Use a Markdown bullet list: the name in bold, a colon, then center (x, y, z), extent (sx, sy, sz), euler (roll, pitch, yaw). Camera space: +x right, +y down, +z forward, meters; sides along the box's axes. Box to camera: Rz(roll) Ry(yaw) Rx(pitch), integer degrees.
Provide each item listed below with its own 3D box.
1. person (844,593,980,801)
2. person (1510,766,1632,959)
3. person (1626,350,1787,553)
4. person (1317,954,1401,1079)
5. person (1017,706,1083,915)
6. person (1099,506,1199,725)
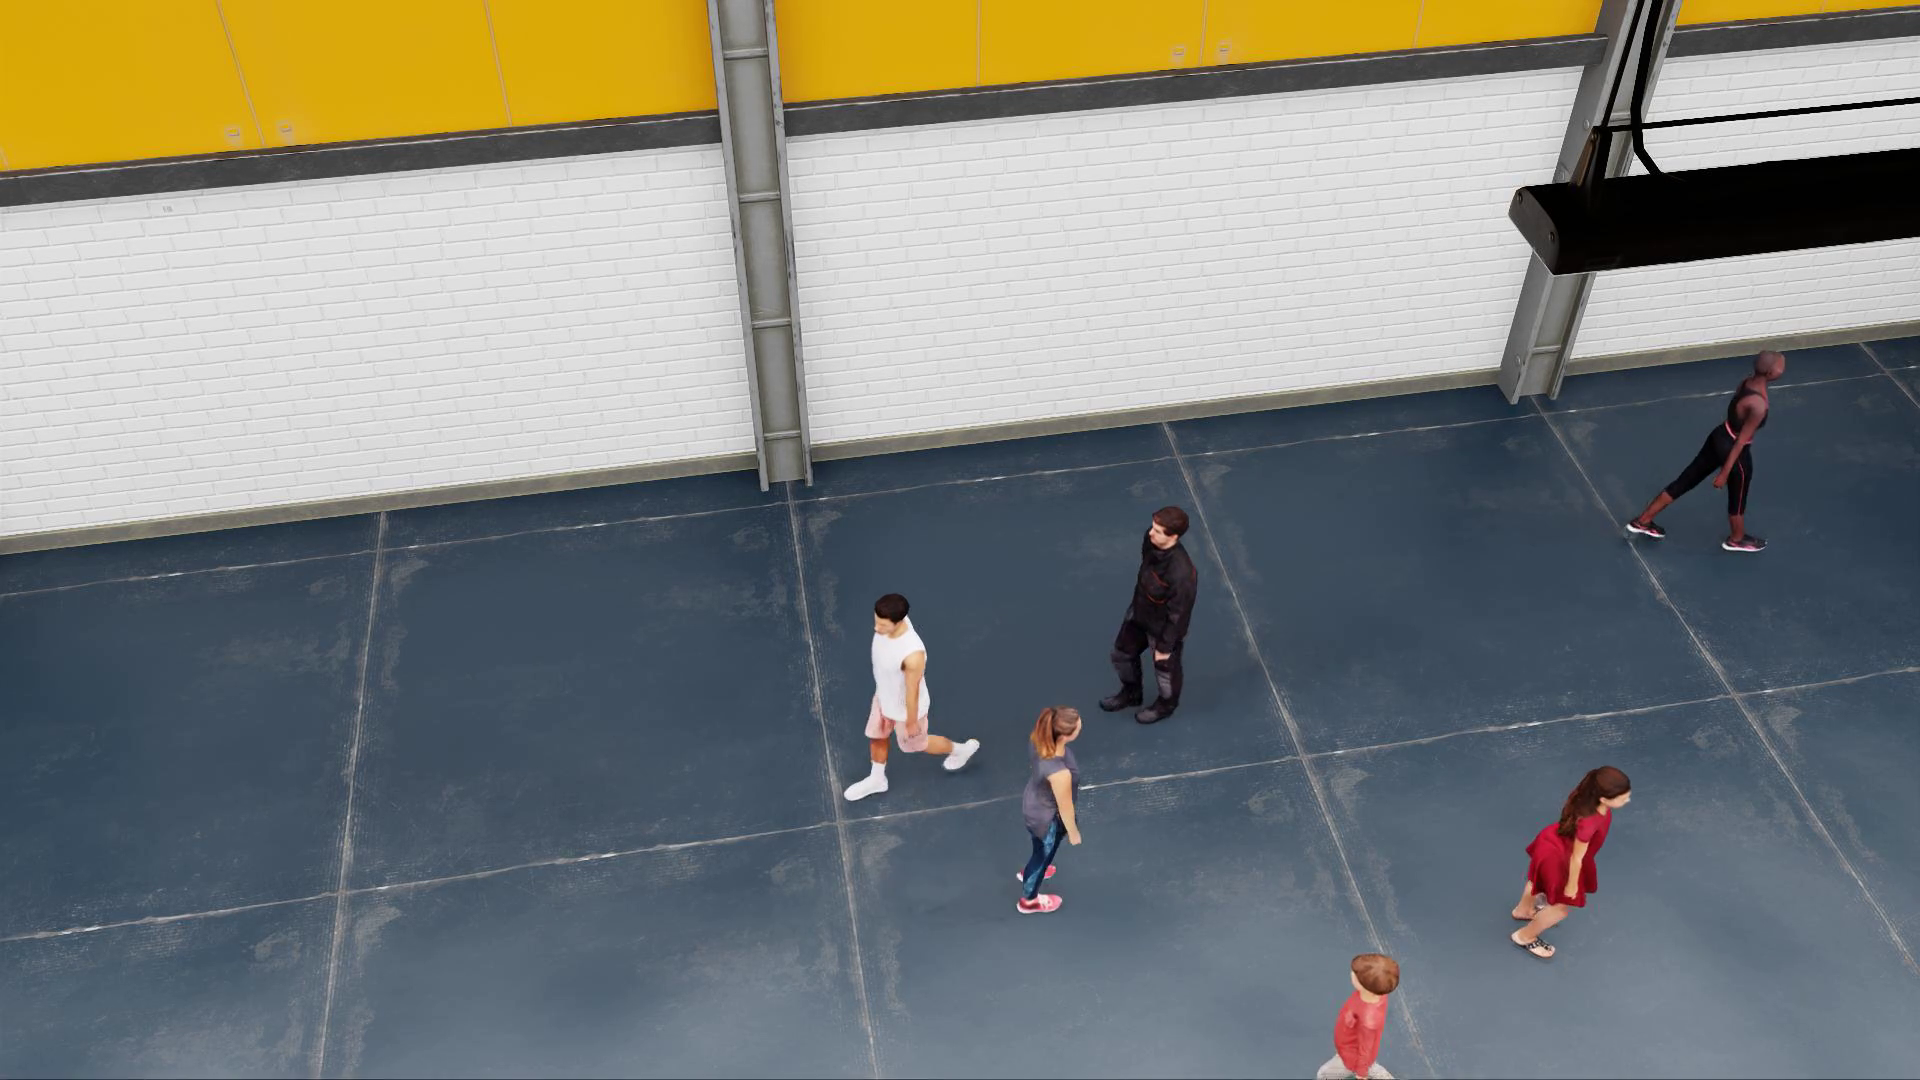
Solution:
- **person**: center (-0.258, 0.916, 9.930), extent (1.182, 1.749, 0.859), euler (-18, 46, -18)
- **person**: center (3.344, 1.735, 9.217), extent (0.755, 1.545, 0.693), euler (14, 45, 14)
- **person**: center (5.210, -0.597, 11.549), extent (1.256, 1.707, 0.815), euler (3, 44, 3)
- **person**: center (2.098, 2.575, 8.446), extent (0.989, 1.395, 0.799), euler (14, 45, 14)
- **person**: center (0.411, 1.543, 9.295), extent (0.588, 1.716, 0.566), euler (-8, 44, -8)
- **person**: center (1.321, 0.464, 10.347), extent (0.795, 1.827, 0.811), euler (-15, 46, -16)
